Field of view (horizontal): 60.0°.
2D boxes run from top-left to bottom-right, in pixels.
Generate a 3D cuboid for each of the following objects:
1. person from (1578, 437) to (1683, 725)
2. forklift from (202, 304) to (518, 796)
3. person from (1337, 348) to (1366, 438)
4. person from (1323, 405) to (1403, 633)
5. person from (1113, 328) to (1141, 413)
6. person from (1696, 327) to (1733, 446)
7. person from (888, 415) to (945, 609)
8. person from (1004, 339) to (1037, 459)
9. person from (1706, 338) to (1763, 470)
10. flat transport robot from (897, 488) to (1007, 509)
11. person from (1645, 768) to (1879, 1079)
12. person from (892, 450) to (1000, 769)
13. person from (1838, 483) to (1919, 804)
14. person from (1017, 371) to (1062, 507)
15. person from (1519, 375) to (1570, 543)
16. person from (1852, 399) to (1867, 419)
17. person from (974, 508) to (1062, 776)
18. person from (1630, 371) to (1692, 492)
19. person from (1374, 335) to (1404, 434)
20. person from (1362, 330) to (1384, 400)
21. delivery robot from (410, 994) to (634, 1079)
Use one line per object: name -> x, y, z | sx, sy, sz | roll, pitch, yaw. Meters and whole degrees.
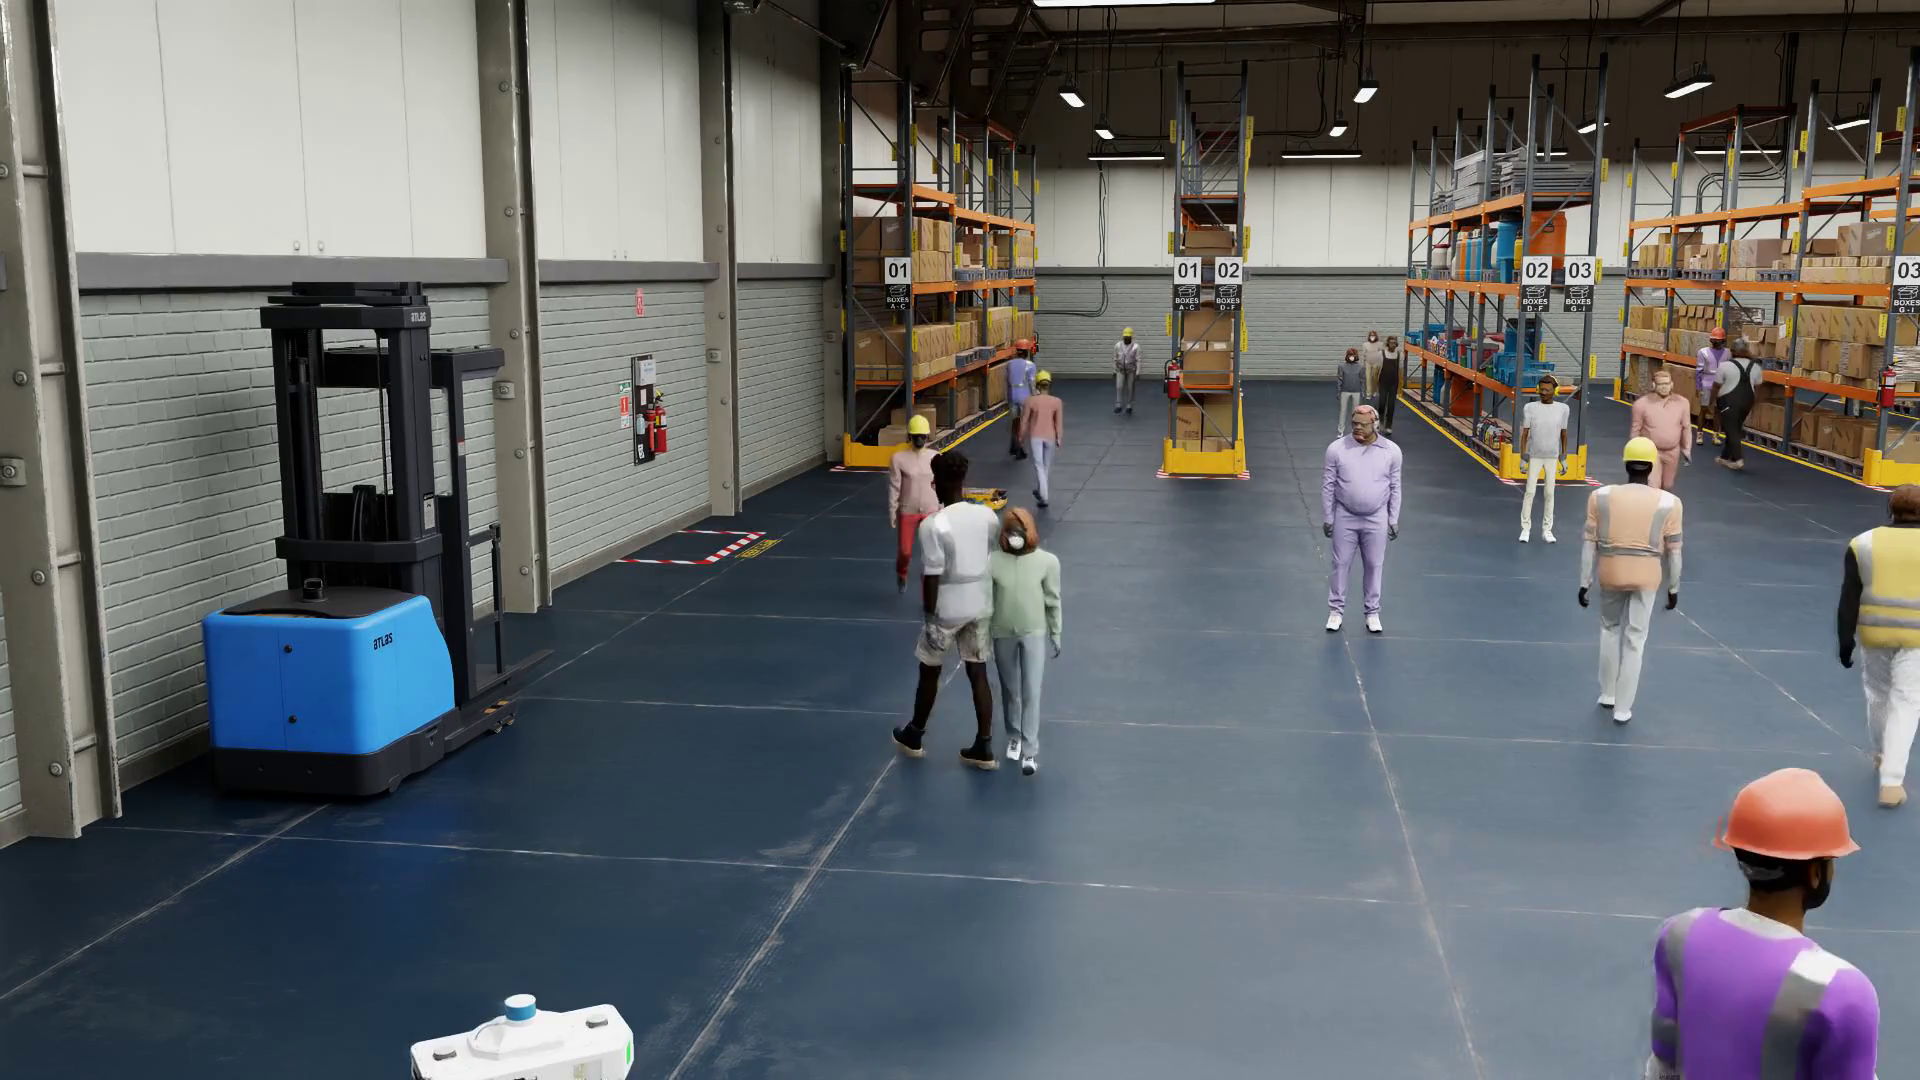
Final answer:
person -> 4.522, 0.254, 11.197 | 0.623, 1.902, 0.693 | 5, 10, 27
forklift -> -3.673, -0.038, 10.147 | 1.129, 2.768, 1.873 | 1, 9, 9
person -> 7.025, -2.638, 29.887 | 0.501, 1.632, 0.280 | 2, 9, 11
person -> 3.351, -0.176, 13.884 | 0.643, 1.903, 0.399 | 2, 9, 11
person -> 3.488, -3.550, 34.992 | 0.621, 1.795, 0.844 | 3, 10, 19
person -> 13.030, -2.649, 28.716 | 0.609, 2.036, 0.402 | 2, 9, 11
person -> -0.388, -0.267, 14.939 | 0.533, 1.748, 0.710 | -2, 9, -11
person -> 0.979, -2.266, 26.711 | 0.564, 1.915, 0.446 | 5, 10, 26
person -> 11.837, -2.092, 25.401 | 0.686, 2.000, 1.005 | -1, 9, -8
flat transport robot -> -0.145, -0.540, 21.271 | 1.431, 0.197, 0.652 | 1, 9, 9
person -> 1.722, 1.462, 3.734 | 0.749, 1.918, 0.546 | -3, 10, -18
person -> -0.065, 0.406, 10.196 | 0.624, 1.928, 0.793 | -7, 11, -36
person -> 5.478, 0.568, 9.634 | 0.633, 1.786, 0.979 | 9, 13, 43
person -> 1.026, -1.310, 21.438 | 0.534, 1.722, 0.874 | -4, 10, -21
person -> 6.491, -0.898, 18.476 | 0.513, 1.857, 0.329 | 2, 9, 11
person -> 18.134, -3.312, 33.472 | 0.605, 1.819, 0.552 | 3, 10, 19
person -> 0.336, 0.610, 9.989 | 0.512, 1.585, 0.853 | 2, 9, 10
person -> 8.107, -1.035, 19.286 | 0.643, 1.871, 0.910 | 1, 9, 4
person -> 7.911, -2.864, 30.635 | 0.520, 1.833, 0.400 | 0, 9, 0
person -> 9.685, -4.113, 39.032 | 0.512, 1.616, 0.543 | 3, 10, 19
delivery robot -> -1.494, 1.799, 5.683 | 0.707, 0.478, 0.477 | -5, 10, -27
